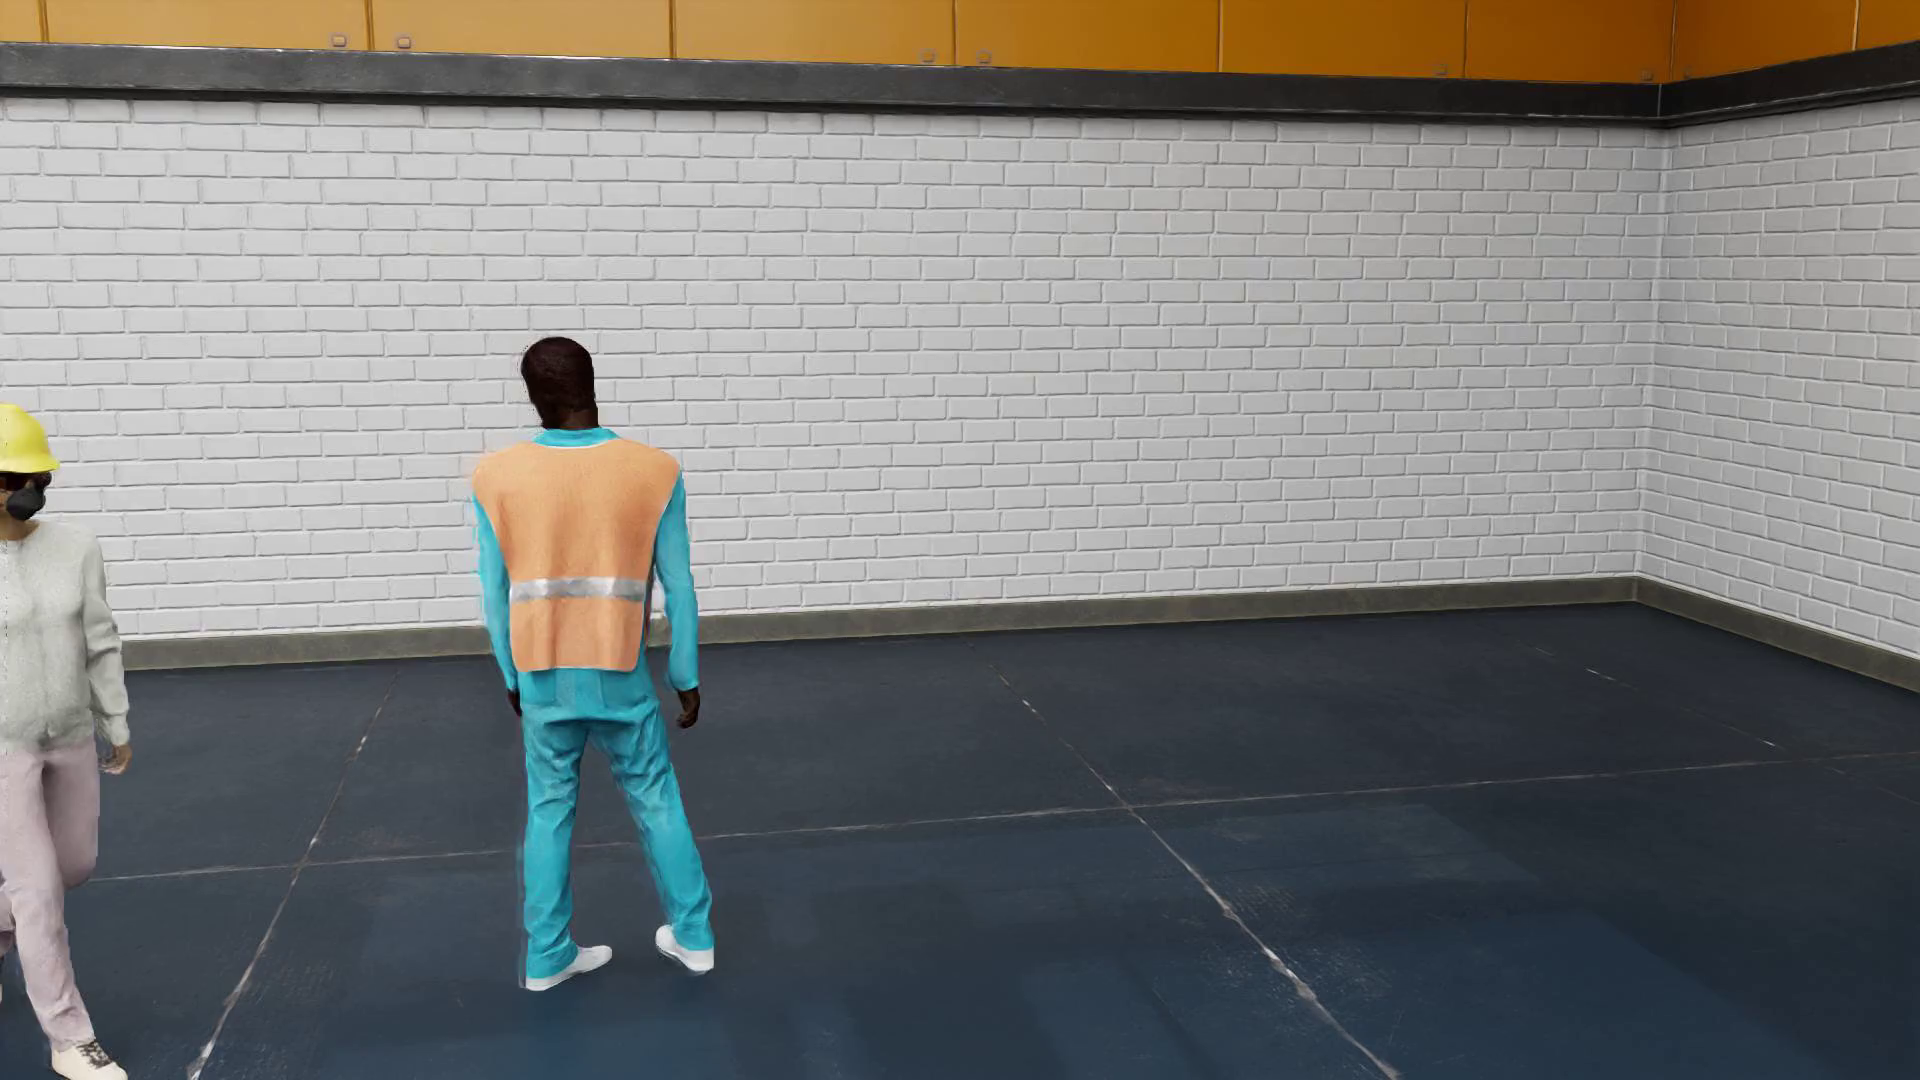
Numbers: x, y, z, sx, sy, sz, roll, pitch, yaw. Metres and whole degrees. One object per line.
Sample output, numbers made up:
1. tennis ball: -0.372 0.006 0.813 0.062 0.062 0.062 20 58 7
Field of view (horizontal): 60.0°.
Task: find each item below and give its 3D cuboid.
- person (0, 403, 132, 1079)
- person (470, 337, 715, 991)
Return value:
1. person: -2.447 0.507 4.296 0.745 1.741 0.527 4 10 26
2. person: -1.045 0.371 4.737 0.616 1.879 0.456 -2 9 -11
